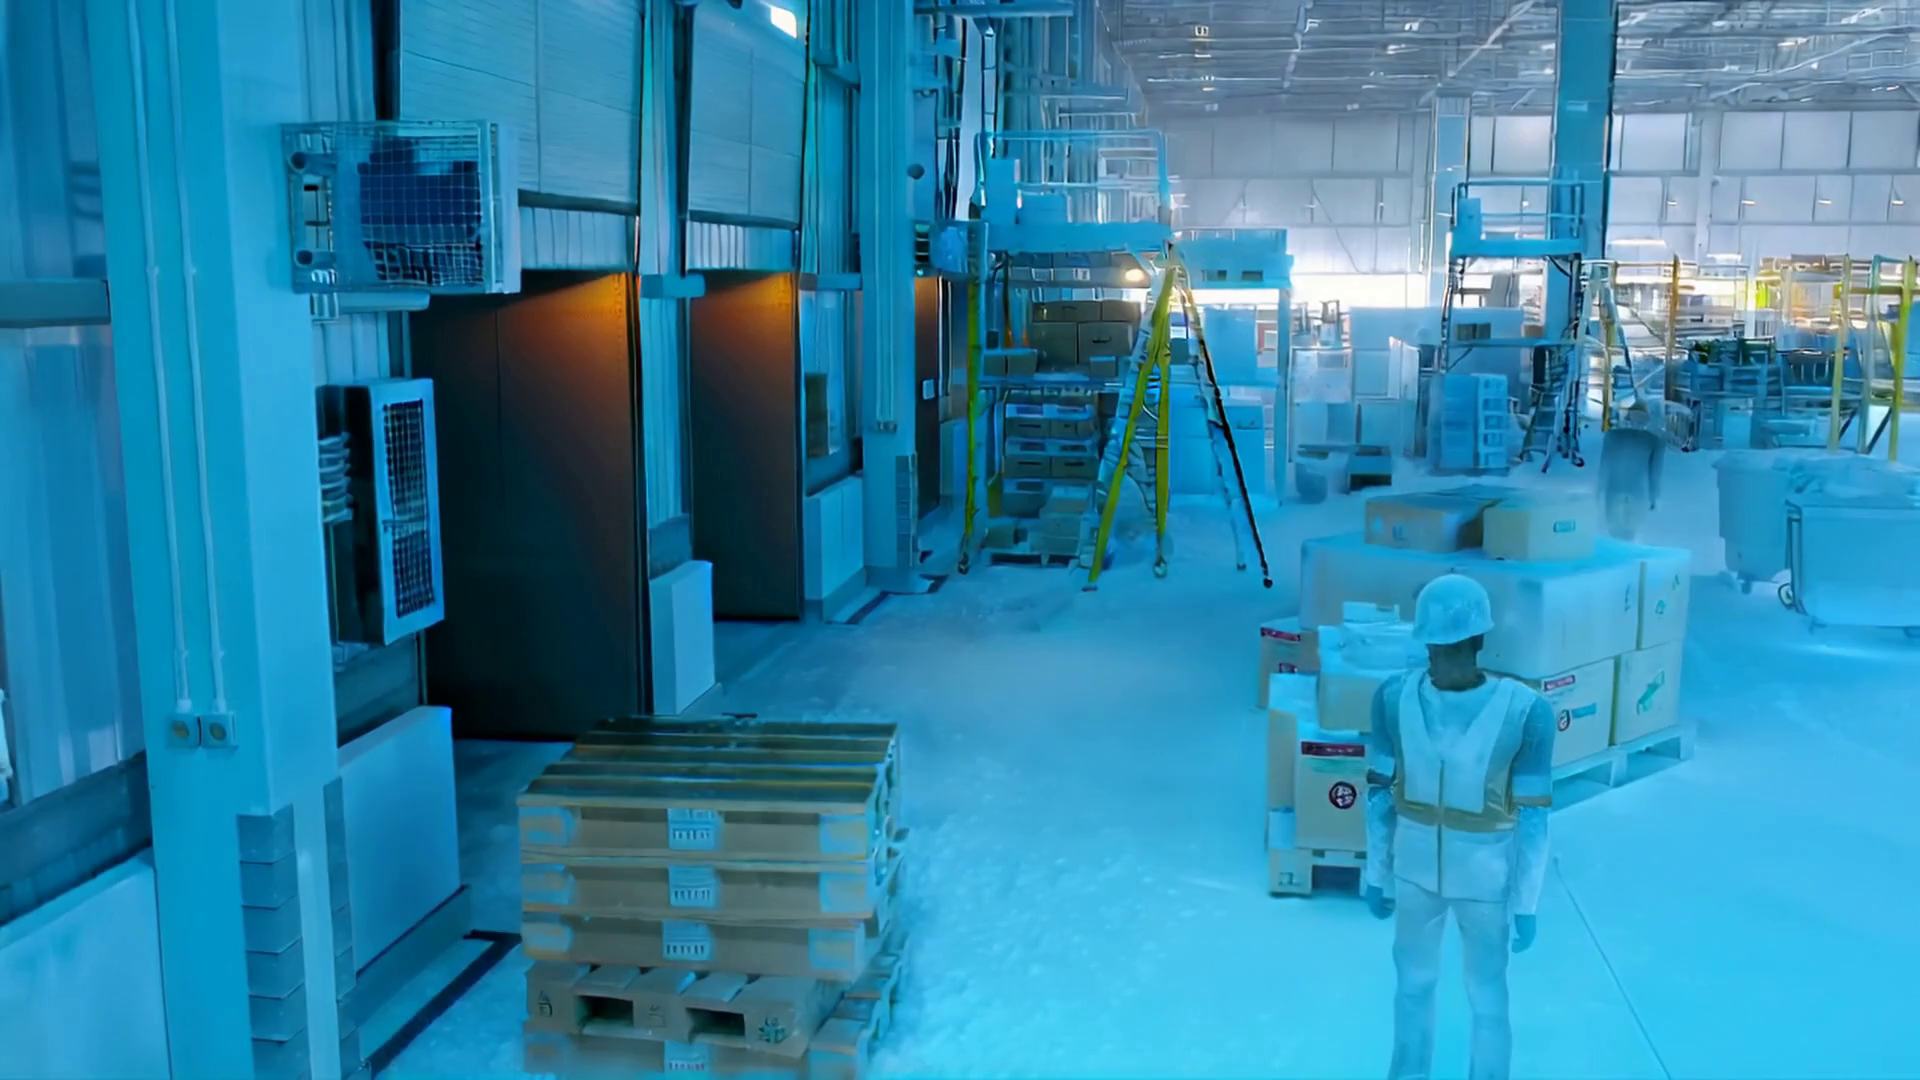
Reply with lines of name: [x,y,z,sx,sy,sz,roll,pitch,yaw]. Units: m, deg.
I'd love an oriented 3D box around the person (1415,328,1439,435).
person: [8.027,-2.774,29.075,0.590,1.838,0.963,0,9,-2]

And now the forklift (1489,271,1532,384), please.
forklift: [13.422,-5.322,41.591,1.873,2.768,1.129,1,9,9]

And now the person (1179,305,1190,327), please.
person: [6.001,-5.314,44.483,0.388,1.928,0.551,2,9,14]

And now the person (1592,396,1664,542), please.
person: [6.006,-0.435,14.978,0.572,1.729,0.413,4,10,22]

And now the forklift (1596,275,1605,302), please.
forklift: [16.978,-5.911,45.220,1.129,2.768,1.873,3,10,16]

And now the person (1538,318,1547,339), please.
person: [15.512,-5.131,44.310,0.650,1.610,0.523,-6,11,-33]

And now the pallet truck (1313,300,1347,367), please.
pallet truck: [11.159,-6.200,49.718,0.823,1.965,1.885,4,10,26]

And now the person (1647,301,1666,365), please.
person: [20.981,-6.235,50.119,0.373,1.941,0.627,-5,10,-28]

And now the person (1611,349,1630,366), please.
person: [14.413,-4.020,36.529,0.647,1.911,0.652,7,12,37]

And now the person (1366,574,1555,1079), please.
person: [1.544,1.052,5.245,0.584,1.920,0.395,6,11,35]
